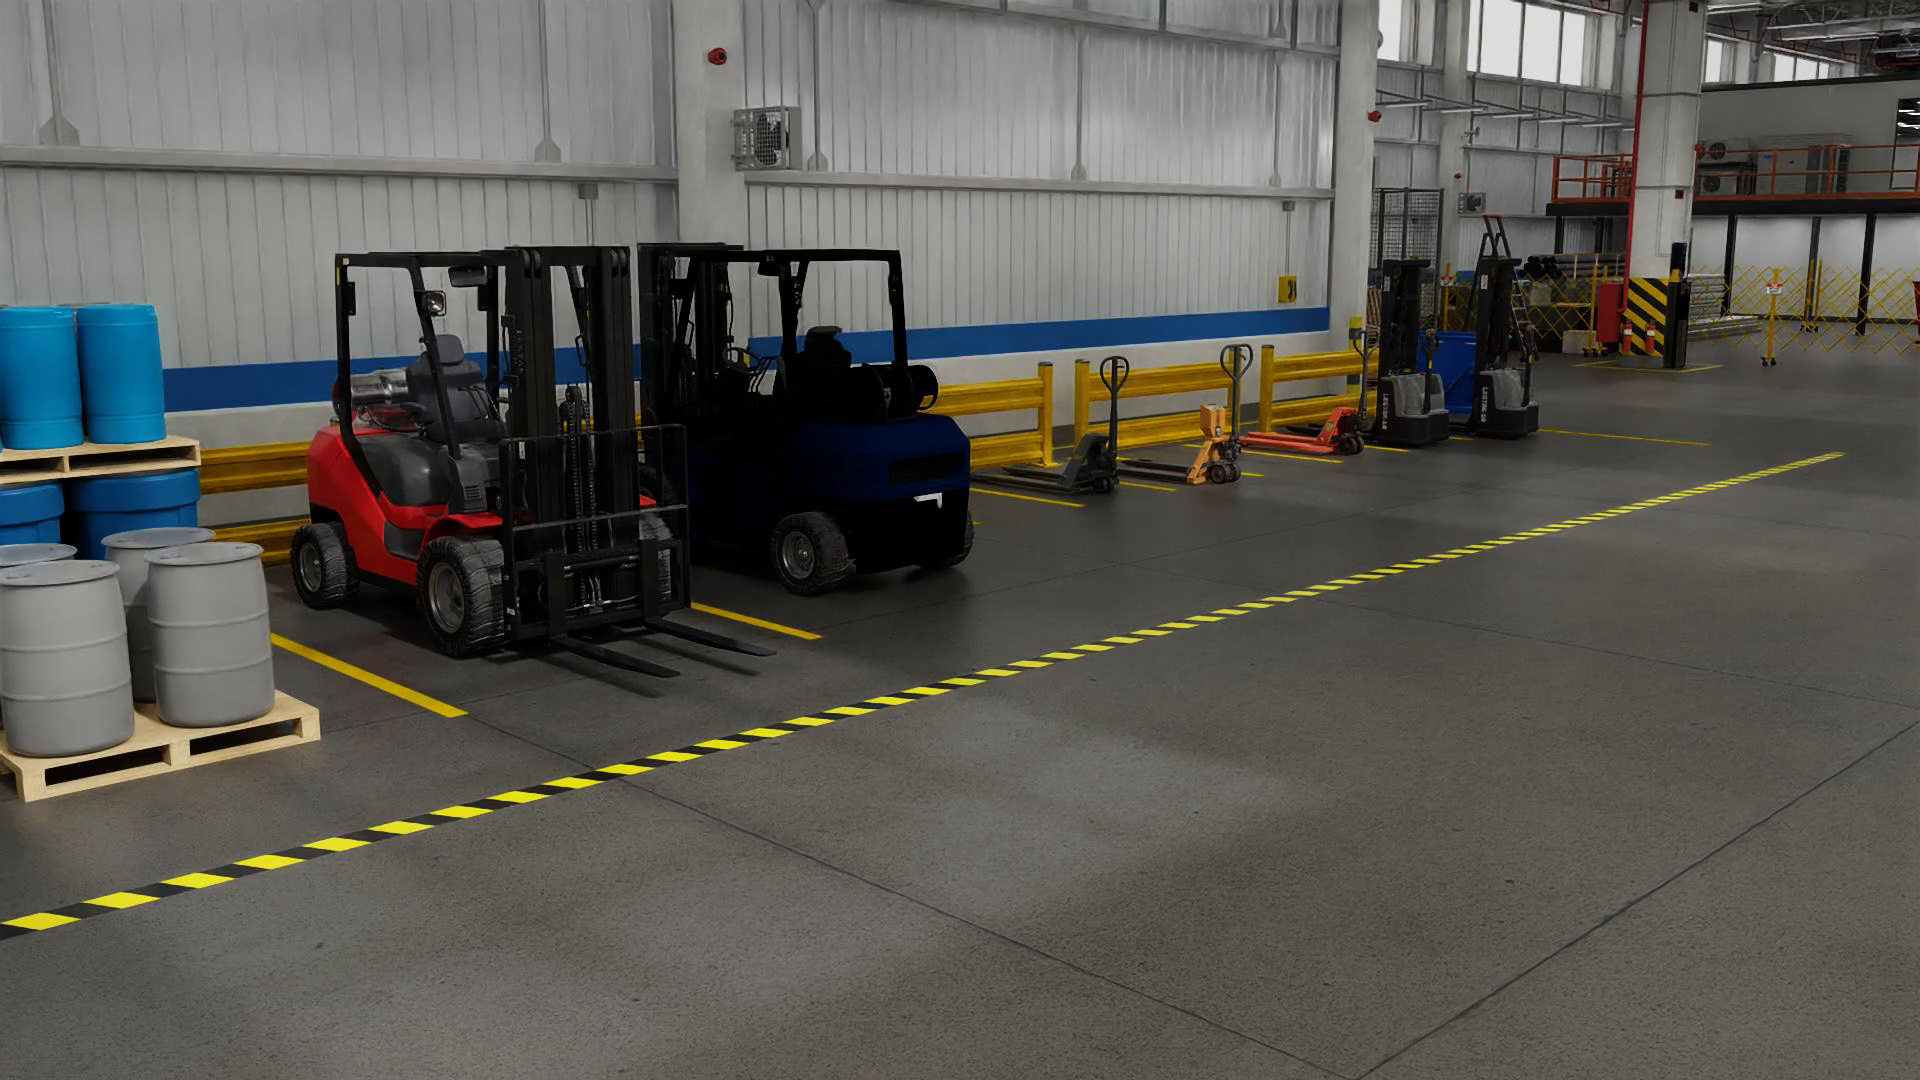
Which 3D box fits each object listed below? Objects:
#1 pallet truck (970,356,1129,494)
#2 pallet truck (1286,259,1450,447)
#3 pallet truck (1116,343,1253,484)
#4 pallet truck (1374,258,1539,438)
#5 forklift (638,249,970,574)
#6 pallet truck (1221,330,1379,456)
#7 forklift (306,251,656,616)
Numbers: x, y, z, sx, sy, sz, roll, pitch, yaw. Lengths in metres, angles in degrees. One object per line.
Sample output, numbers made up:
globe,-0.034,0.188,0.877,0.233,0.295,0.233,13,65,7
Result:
pallet truck,0.784,-1.085,14.876,0.680,1.201,1.601,-10,14,-44
pallet truck,4.493,-2.078,18.196,0.823,1.965,1.885,-9,14,-40
pallet truck,1.962,-1.215,15.415,1.522,1.261,0.704,10,14,43
pallet truck,5.704,-2.208,18.901,1.885,1.965,0.823,10,14,43
forklift,-1.173,-0.958,11.239,2.680,1.987,1.157,10,14,43
pallet truck,3.563,-1.581,17.381,0.653,1.274,1.630,-10,14,-44
forklift,-2.833,-0.669,9.694,1.157,1.987,2.680,-10,14,-44
